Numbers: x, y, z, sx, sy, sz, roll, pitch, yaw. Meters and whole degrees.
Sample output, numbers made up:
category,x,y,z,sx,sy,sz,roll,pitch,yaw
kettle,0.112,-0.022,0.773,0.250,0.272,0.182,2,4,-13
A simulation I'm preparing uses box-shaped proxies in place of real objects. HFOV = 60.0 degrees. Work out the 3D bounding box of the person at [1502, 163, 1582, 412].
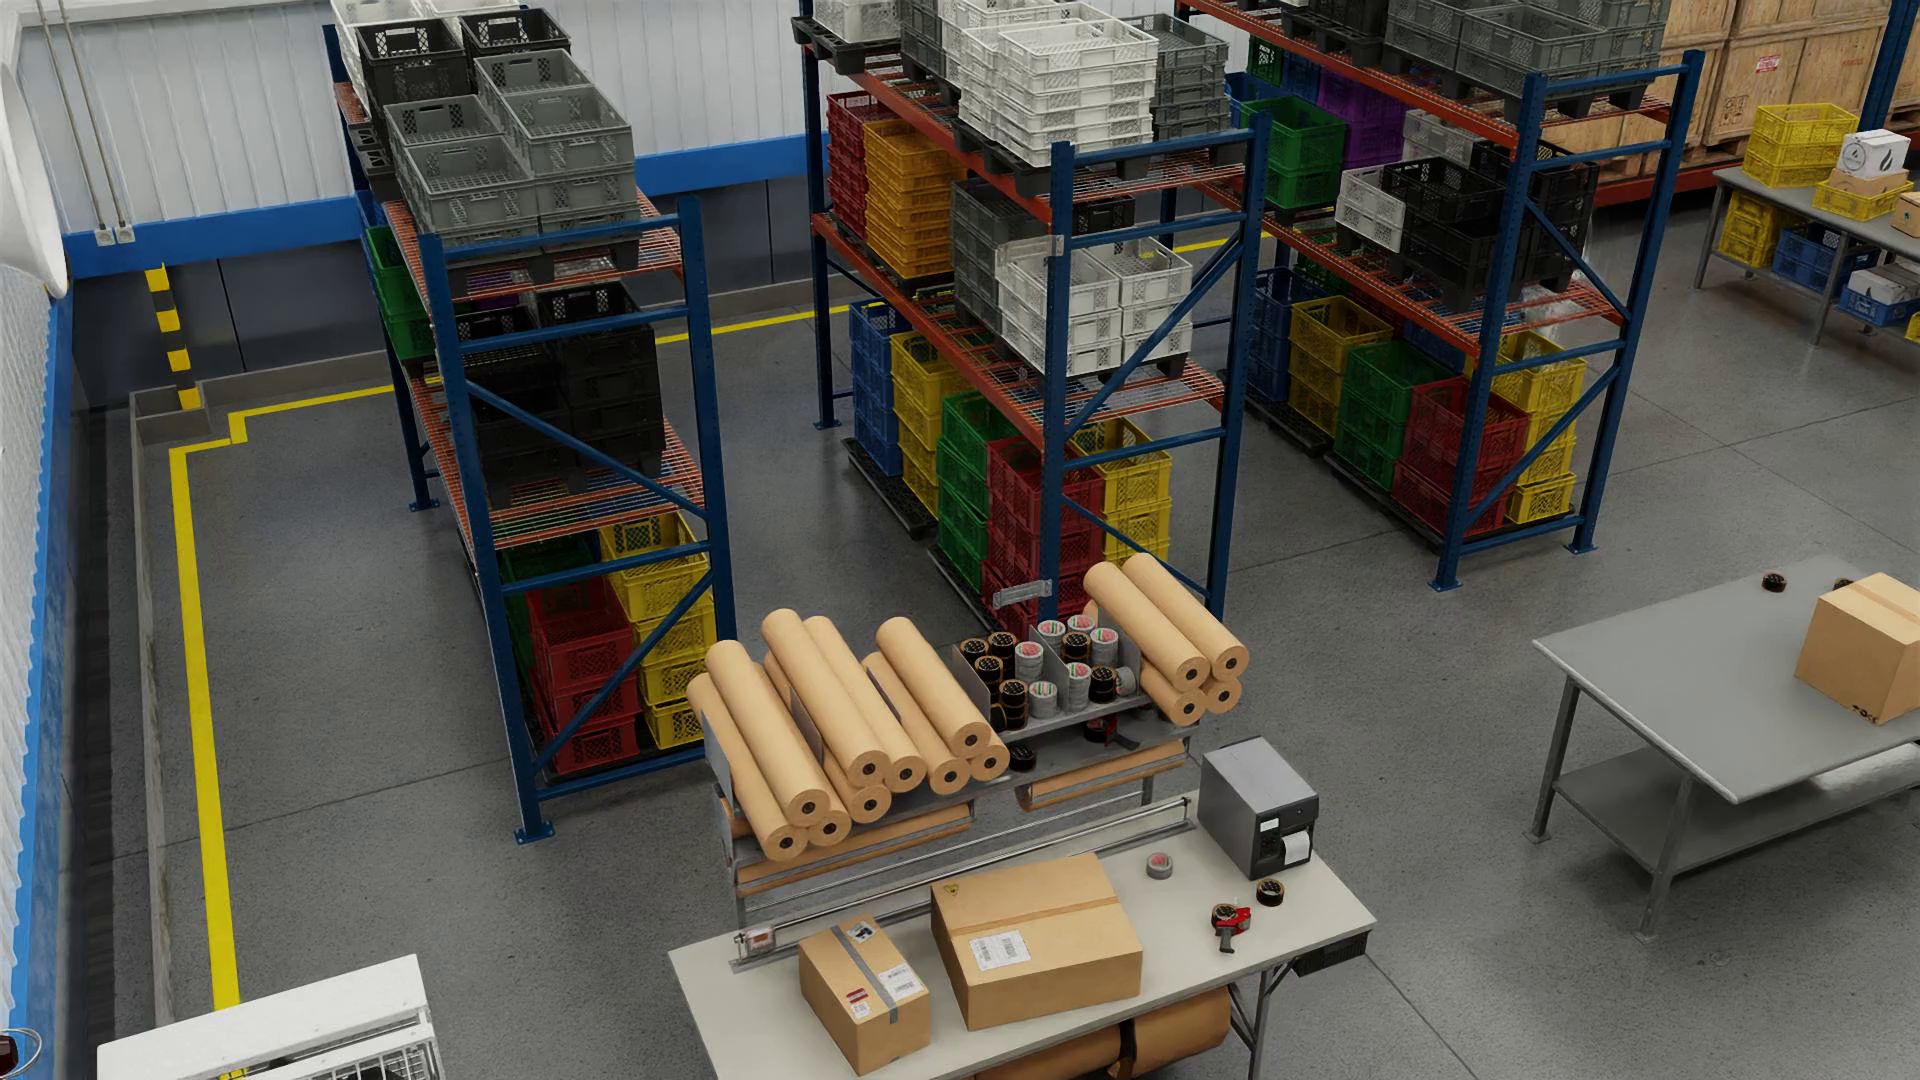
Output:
category,x,y,z,sx,sy,sz,roll,pitch,yaw
person,3.803,-1.664,11.142,0.613,1.865,0.617,8,33,13
